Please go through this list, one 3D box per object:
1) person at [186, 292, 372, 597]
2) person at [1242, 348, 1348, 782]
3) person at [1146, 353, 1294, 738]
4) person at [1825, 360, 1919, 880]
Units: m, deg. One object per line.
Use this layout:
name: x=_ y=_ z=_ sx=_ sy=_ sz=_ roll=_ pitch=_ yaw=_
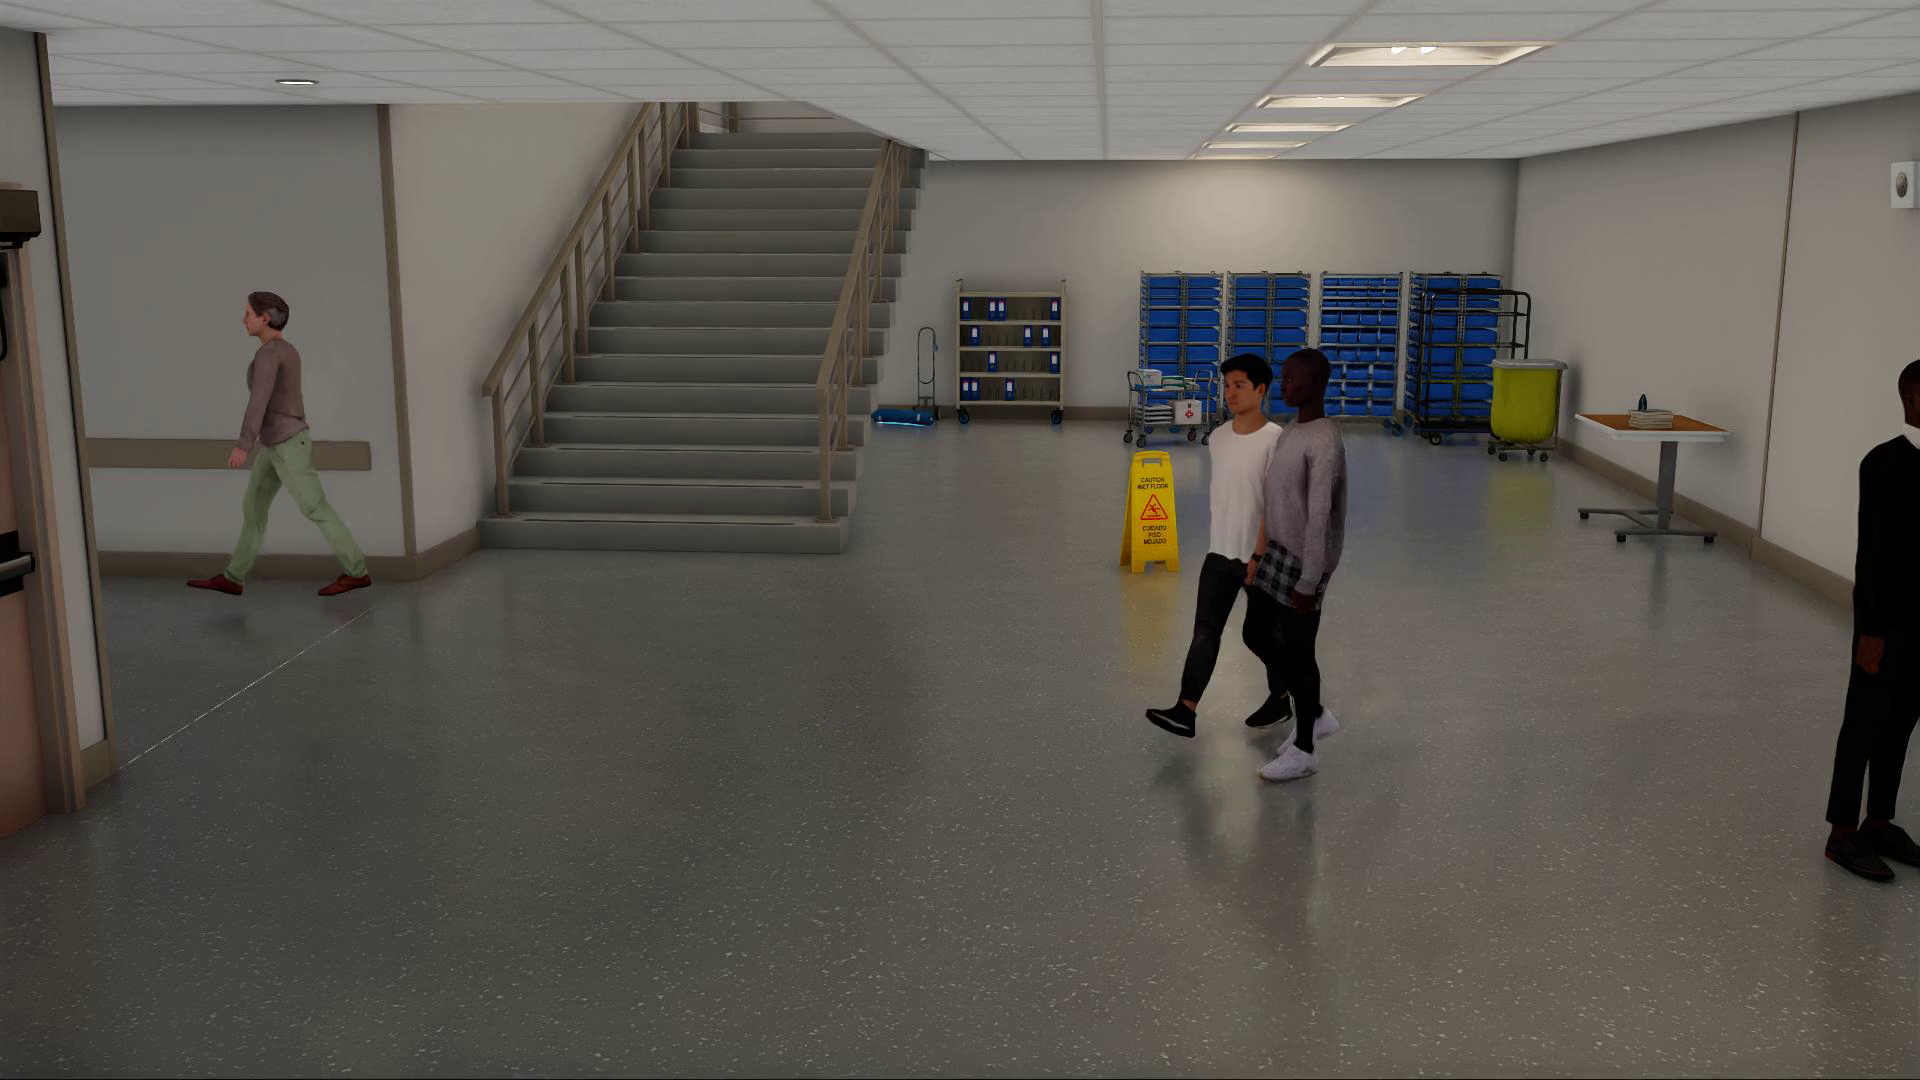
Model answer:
person: x=-3.935 y=-0.512 z=9.925 sx=1.062 sy=1.820 sz=1.298 roll=-3 pitch=11 yaw=-16
person: x=1.466 y=0.098 z=6.854 sx=0.801 sy=1.766 sz=0.683 roll=-3 pitch=11 yaw=-17
person: x=1.327 y=0.045 z=7.357 sx=1.122 sy=1.683 sz=1.046 roll=-9 pitch=14 yaw=-40
person: x=3.303 y=0.262 z=5.873 sx=0.715 sy=1.811 sz=0.723 roll=-5 pitch=12 yaw=-26
